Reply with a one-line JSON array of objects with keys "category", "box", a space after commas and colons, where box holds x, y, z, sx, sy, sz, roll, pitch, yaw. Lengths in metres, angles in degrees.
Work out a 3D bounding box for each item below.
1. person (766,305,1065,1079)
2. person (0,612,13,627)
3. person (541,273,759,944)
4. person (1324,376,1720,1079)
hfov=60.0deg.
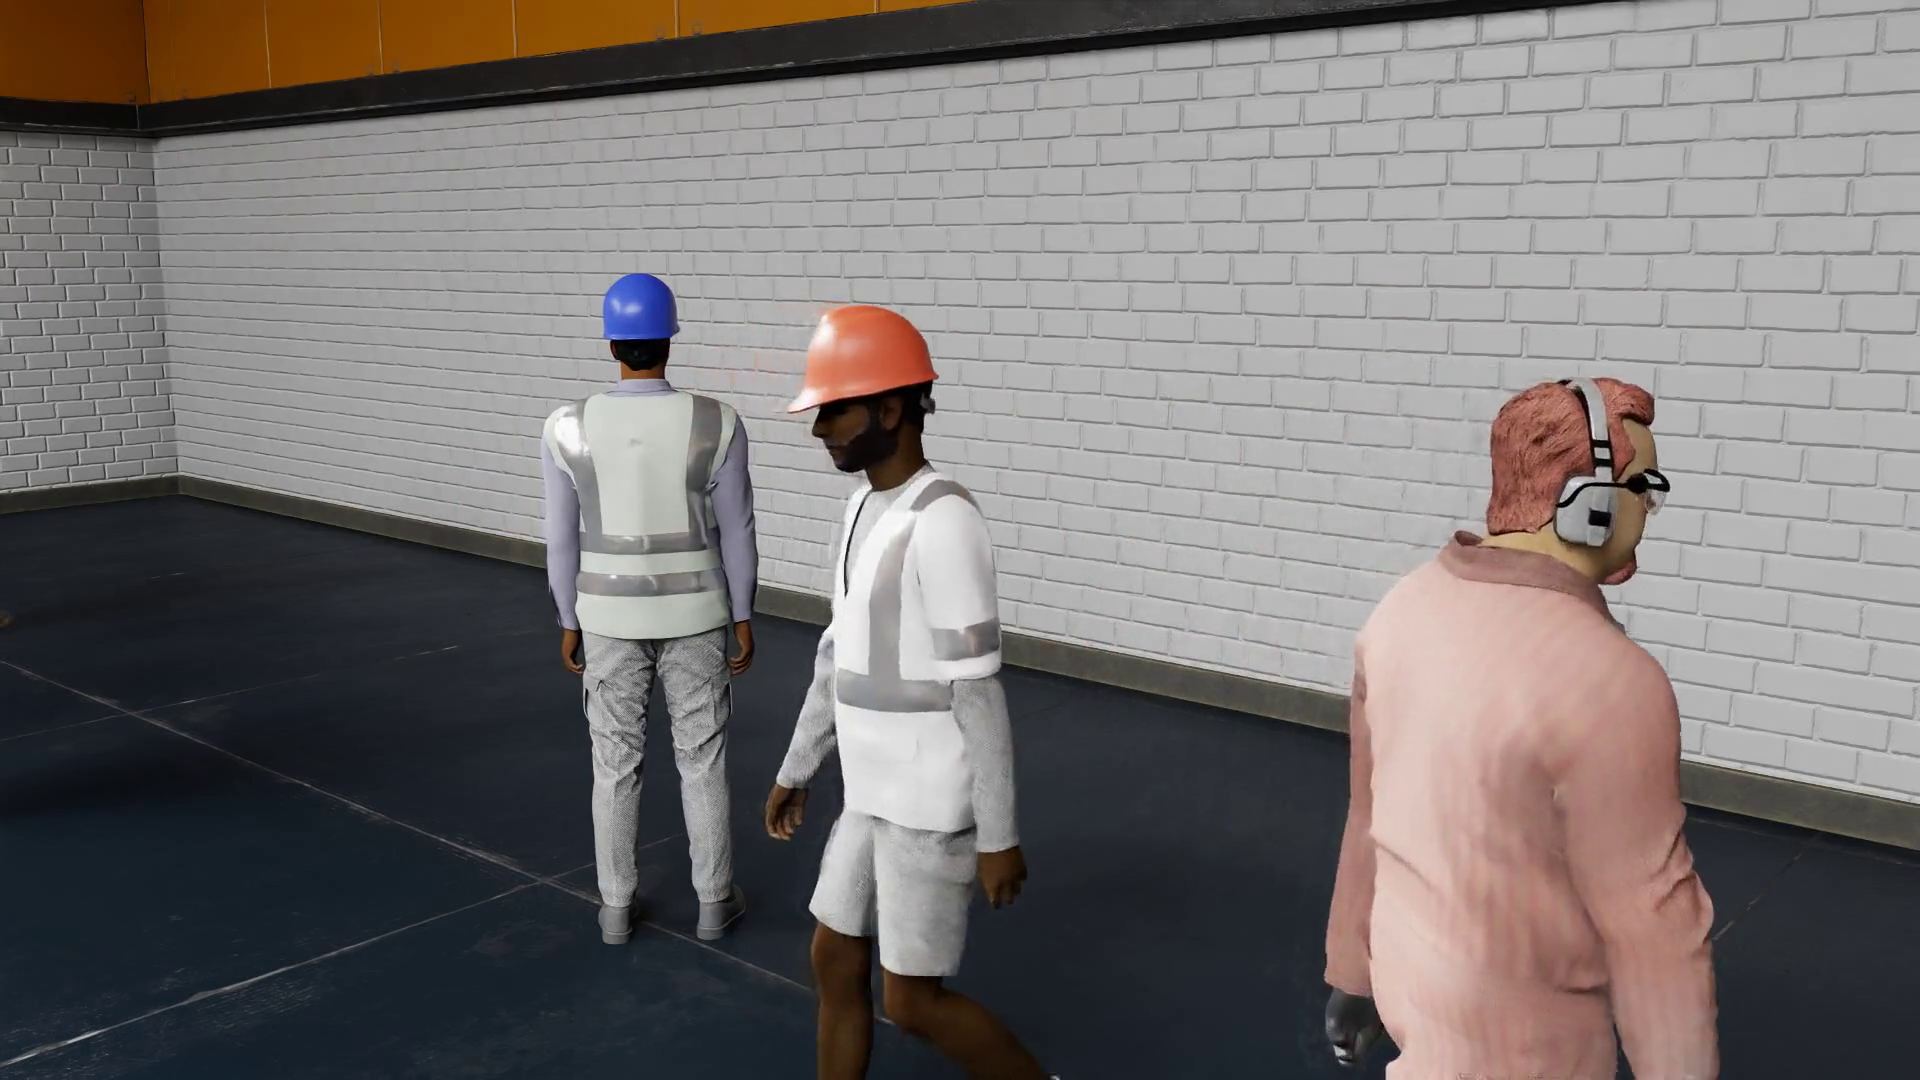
[{"category": "person", "box": [-0.114, 0.495, 3.340, 0.825, 1.908, 0.596, -3, 10, -18]}, {"category": "person", "box": [-5.424, -0.398, 8.363, 0.625, 1.941, 1.030, 8, 13, 38]}, {"category": "person", "box": [-0.884, 0.214, 4.817, 0.605, 1.951, 0.380, -1, 10, -4]}, {"category": "person", "box": [0.782, 0.691, 2.413, 1.035, 1.857, 0.636, -1, 10, -6]}]
